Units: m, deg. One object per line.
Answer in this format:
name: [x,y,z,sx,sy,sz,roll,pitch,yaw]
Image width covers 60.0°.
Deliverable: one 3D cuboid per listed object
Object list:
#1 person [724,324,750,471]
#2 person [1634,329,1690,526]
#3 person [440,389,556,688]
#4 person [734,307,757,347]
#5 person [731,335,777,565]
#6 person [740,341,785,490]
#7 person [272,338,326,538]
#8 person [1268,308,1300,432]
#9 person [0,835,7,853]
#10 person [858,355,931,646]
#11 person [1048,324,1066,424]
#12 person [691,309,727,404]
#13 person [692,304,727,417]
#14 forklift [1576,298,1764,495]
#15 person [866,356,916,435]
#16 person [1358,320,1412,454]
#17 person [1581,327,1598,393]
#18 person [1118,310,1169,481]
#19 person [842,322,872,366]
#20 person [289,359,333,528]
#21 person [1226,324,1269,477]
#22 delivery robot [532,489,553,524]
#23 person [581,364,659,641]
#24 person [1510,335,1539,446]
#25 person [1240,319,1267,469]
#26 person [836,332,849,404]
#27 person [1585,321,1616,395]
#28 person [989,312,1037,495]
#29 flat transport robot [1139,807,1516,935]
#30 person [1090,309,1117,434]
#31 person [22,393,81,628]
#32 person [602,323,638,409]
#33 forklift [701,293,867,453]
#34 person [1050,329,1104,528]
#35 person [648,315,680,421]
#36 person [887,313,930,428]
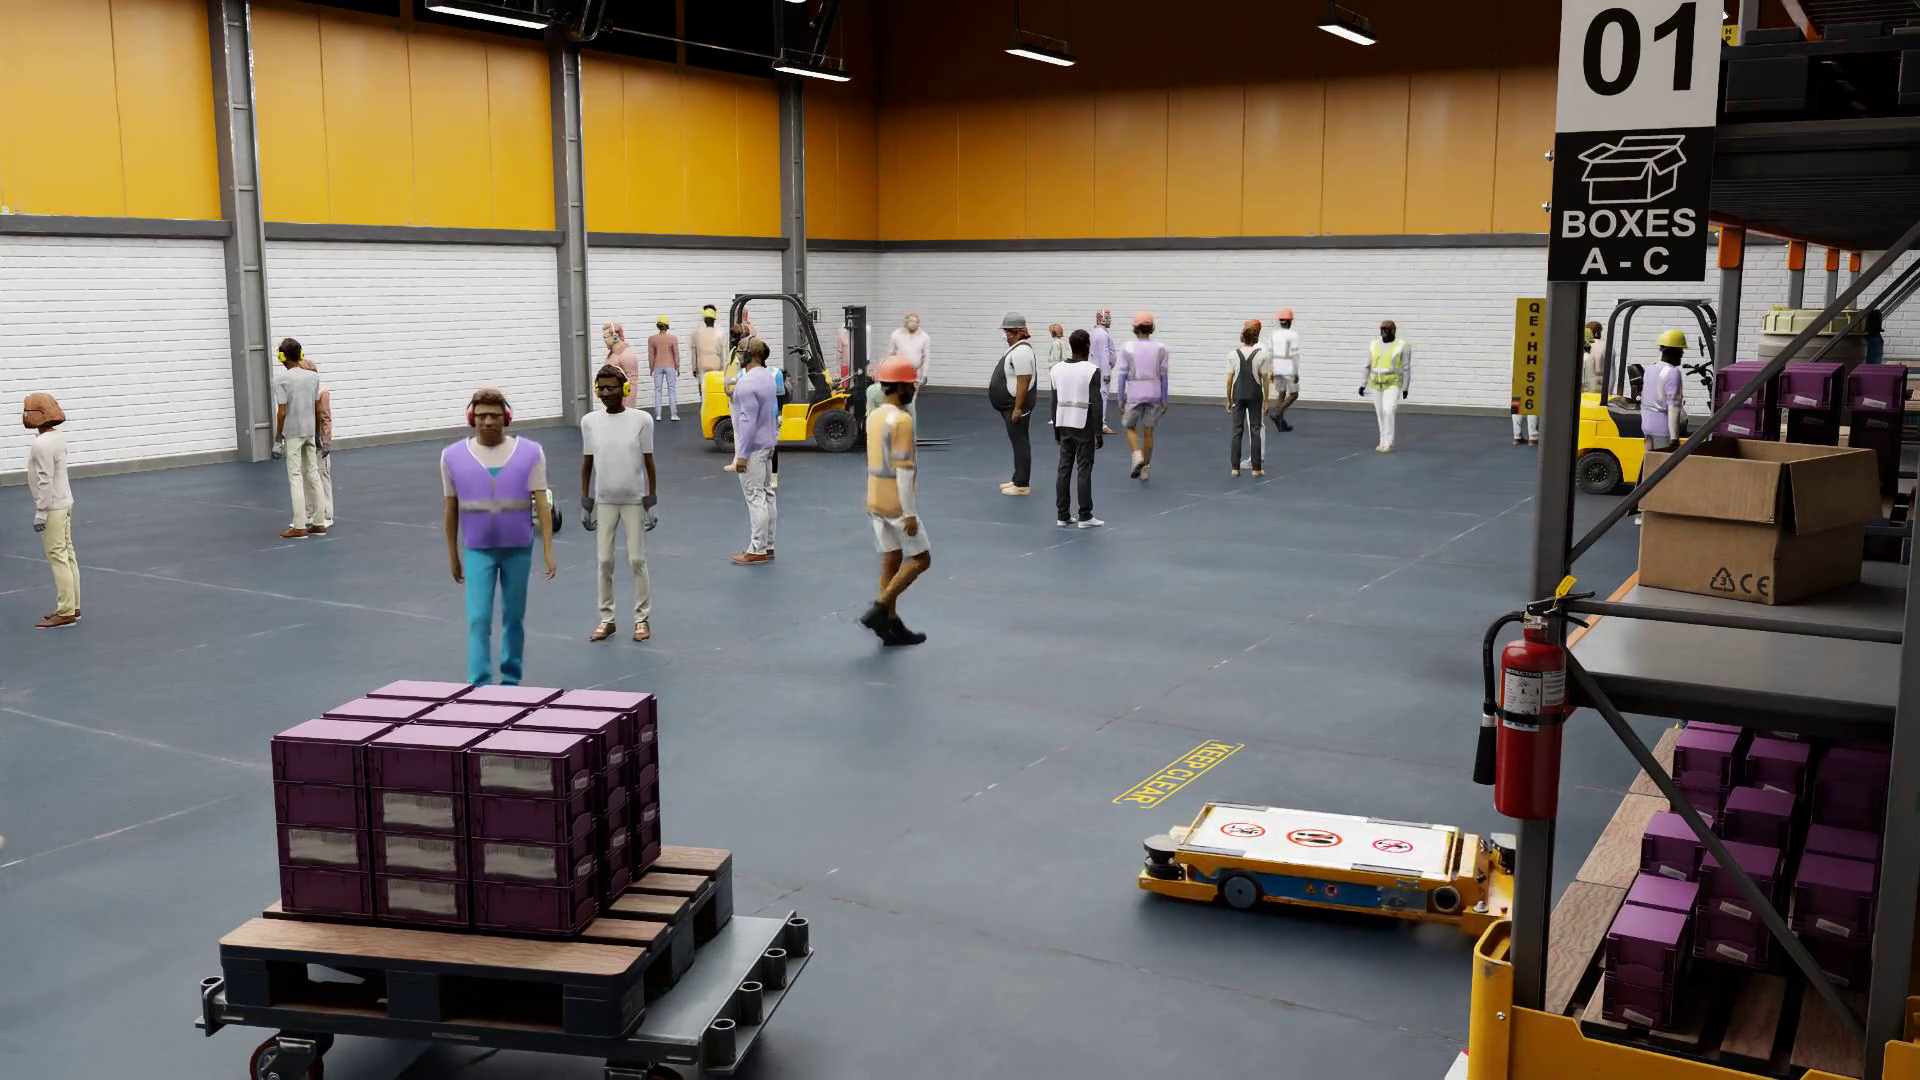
person: [-2.695,-1.740,20.502,0.429,1.842,0.633,-7,11,-36]
person: [6.761,-1.056,15.974,0.387,1.922,0.593,-1,9,-4]
person: [-2.534,0.091,9.154,0.579,1.818,0.777,-3,10,-18]
person: [-3.578,-2.874,27.379,0.401,1.907,0.648,2,9,12]
person: [-1.743,-0.757,14.067,0.372,1.940,0.630,2,9,11]
person: [-2.255,-1.413,18.901,0.538,1.698,0.320,2,9,10]
person: [-6.162,-0.942,15.457,0.328,1.865,0.521,5,10,30]
person: [4.998,-2.624,25.749,0.519,1.924,0.557,-8,12,-40]
person: [-4.281,0.516,6.867,0.540,1.695,0.317,-2,9,-11]
person: [-0.422,-0.240,10.866,0.423,1.927,0.564,-5,10,-26]
person: [1.593,-2.710,27.192,0.315,1.636,0.515,2,9,14]
person: [-4.087,-2.834,27.205,0.606,1.871,0.978,0,9,0]
person: [-4.239,-3.030,28.200,0.610,1.944,0.437,-2,9,-14]
forklift: [7.954,-1.589,18.462,2.313,2.155,1.214,5,11,30]
person: [-0.688,-1.026,16.691,0.507,1.632,0.265,0,9,-1]
person: [5.787,-2.092,22.796,0.650,1.817,0.746,9,12,43]
person: [7.721,-1.776,20.949,0.890,1.797,0.631,-2,9,-14]
person: [2.160,-1.687,19.585,0.616,2.027,0.536,-1,9,-6]
person: [-1.947,-3.487,31.357,0.577,1.863,0.838,0,9,0]
person: [-6.271,-0.924,16.037,0.520,1.640,0.307,4,10,21]
person: [3.477,-1.676,20.090,0.516,1.844,0.329,3,10,19]
delivery robot: [-4.154,-0.409,15.904,0.477,0.478,0.707,-5,11,-30]
person: [-2.275,-0.242,11.121,0.526,1.858,0.319,0,9,3]
person: [8.149,-2.312,23.770,0.377,1.940,0.628,-5,11,-30]
person: [3.710,-1.835,20.979,0.338,1.876,0.582,4,10,21]
person: [-1.860,-2.987,28.512,0.525,1.771,0.304,1,9,5]
person: [8.231,-1.939,21.752,0.623,1.841,0.430,5,10,27]
person: [0.587,-1.523,18.524,0.535,2.000,0.684,0,9,1]
flat transport robot: [1.481,1.275,6.571,1.431,0.197,0.652,3,10,19]
person: [2.195,-2.577,25.525,0.410,1.909,0.642,-2,9,-11]
person: [-6.331,-0.207,11.581,0.285,1.633,0.500,-3,9,-16]
person: [-3.881,-1.505,18.860,0.402,1.898,0.652,-5,11,-31]
forklift: [-2.458,-2.344,23.176,2.313,2.155,1.214,0,9,-2]
person: [1.131,-1.074,16.116,0.591,1.916,0.392,7,12,39]
person: [-4.921,-2.855,27.693,0.523,1.769,0.315,0,9,2]
person: [-0.804,-2.621,25.980,0.659,1.855,0.942,-2,9,-11]
